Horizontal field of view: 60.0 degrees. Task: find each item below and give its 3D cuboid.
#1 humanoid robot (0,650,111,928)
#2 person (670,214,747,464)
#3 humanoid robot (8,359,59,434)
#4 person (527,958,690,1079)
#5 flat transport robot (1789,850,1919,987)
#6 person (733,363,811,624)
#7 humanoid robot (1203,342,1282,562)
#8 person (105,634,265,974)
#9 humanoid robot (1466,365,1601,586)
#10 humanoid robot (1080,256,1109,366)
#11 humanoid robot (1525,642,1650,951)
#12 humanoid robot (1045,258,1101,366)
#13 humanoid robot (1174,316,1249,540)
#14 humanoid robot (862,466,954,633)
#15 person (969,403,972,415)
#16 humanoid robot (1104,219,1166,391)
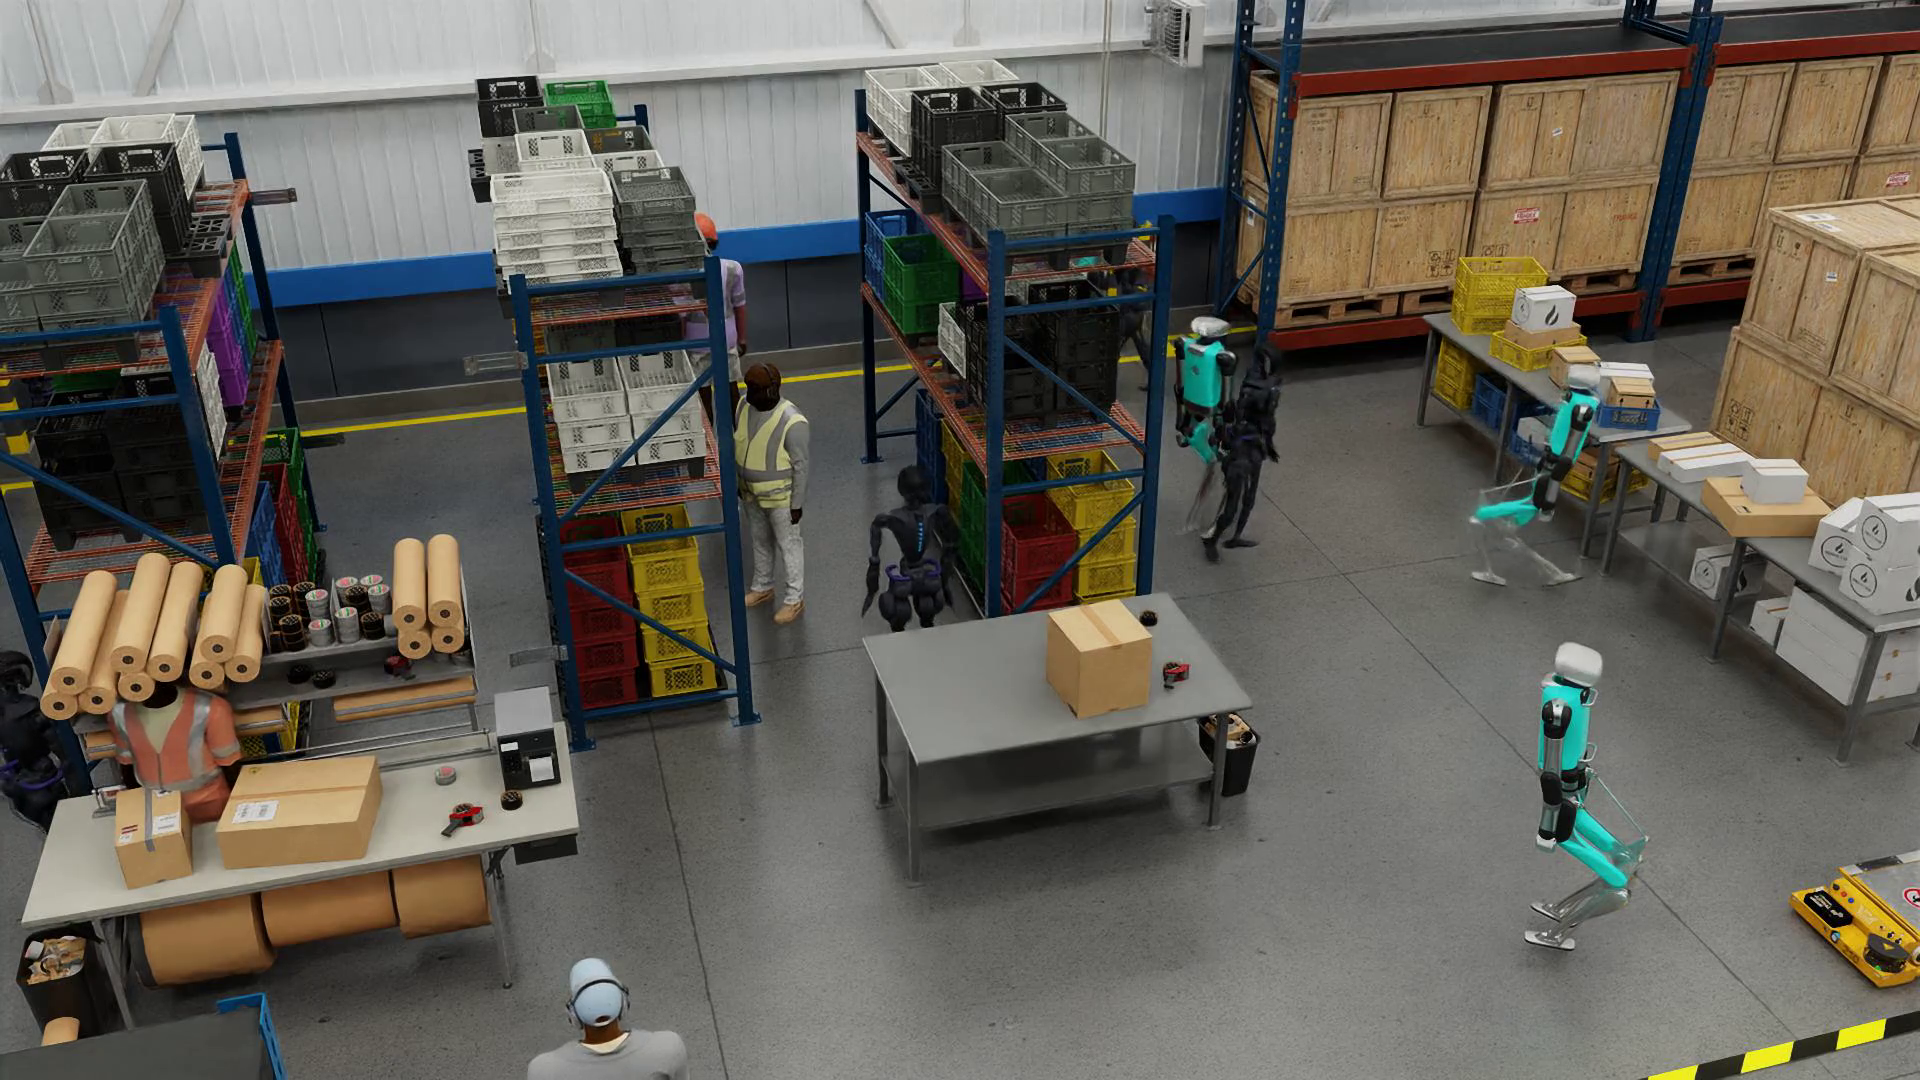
[{"bbox_3d":[-4.571,1.267,8.384,0.609,1.647,0.346,15,32,26],"label":"humanoid robot"},{"bbox_3d":[-1.984,-1.587,13.208,0.604,2.045,0.378,-12,31,-20],"label":"person"},{"bbox_3d":[-6.875,-0.986,12.477,0.315,1.657,0.599,-15,32,-25],"label":"humanoid robot"},{"bbox_3d":[-1.280,2.325,6.288,0.590,1.852,0.372,-9,30,-15],"label":"person"},{"bbox_3d":[5.163,1.916,8.676,1.431,0.231,0.659,-8,30,-14],"label":"flat transport robot"},{"bbox_3d":[-1.275,-0.317,11.106,0.621,1.844,0.429,21,35,34],"label":"person"},{"bbox_3d":[2.039,-0.646,11.879,0.386,1.648,0.616,22,35,34],"label":"humanoid robot"},{"bbox_3d":[-3.744,1.285,8.072,0.597,1.958,0.365,1,29,2],"label":"person"},{"bbox_3d":[3.856,-0.386,11.321,0.989,1.727,0.550,8,30,14],"label":"humanoid robot"},{"bbox_3d":[1.030,-1.885,14.075,0.536,1.799,0.748,-4,29,-7],"label":"humanoid robot"},{"bbox_3d":[3.114,1.307,8.116,0.735,1.681,0.533,15,32,26],"label":"humanoid robot"},{"bbox_3d":[0.824,-1.417,13.221,0.549,1.807,0.672,1,29,2],"label":"humanoid robot"},{"bbox_3d":[1.894,-0.821,12.122,0.674,1.796,0.534,-23,36,-36],"label":"humanoid robot"},{"bbox_3d":[-0.308,0.289,10.174,0.586,1.652,0.408,-11,31,-20],"label":"humanoid robot"},{"bbox_3d":[0.402,-1.662,13.566,1.031,1.817,0.605,24,37,36],"label":"person"},{"bbox_3d":[1.461,-1.993,14.360,0.735,1.633,0.603,4,29,8],"label":"humanoid robot"}]
